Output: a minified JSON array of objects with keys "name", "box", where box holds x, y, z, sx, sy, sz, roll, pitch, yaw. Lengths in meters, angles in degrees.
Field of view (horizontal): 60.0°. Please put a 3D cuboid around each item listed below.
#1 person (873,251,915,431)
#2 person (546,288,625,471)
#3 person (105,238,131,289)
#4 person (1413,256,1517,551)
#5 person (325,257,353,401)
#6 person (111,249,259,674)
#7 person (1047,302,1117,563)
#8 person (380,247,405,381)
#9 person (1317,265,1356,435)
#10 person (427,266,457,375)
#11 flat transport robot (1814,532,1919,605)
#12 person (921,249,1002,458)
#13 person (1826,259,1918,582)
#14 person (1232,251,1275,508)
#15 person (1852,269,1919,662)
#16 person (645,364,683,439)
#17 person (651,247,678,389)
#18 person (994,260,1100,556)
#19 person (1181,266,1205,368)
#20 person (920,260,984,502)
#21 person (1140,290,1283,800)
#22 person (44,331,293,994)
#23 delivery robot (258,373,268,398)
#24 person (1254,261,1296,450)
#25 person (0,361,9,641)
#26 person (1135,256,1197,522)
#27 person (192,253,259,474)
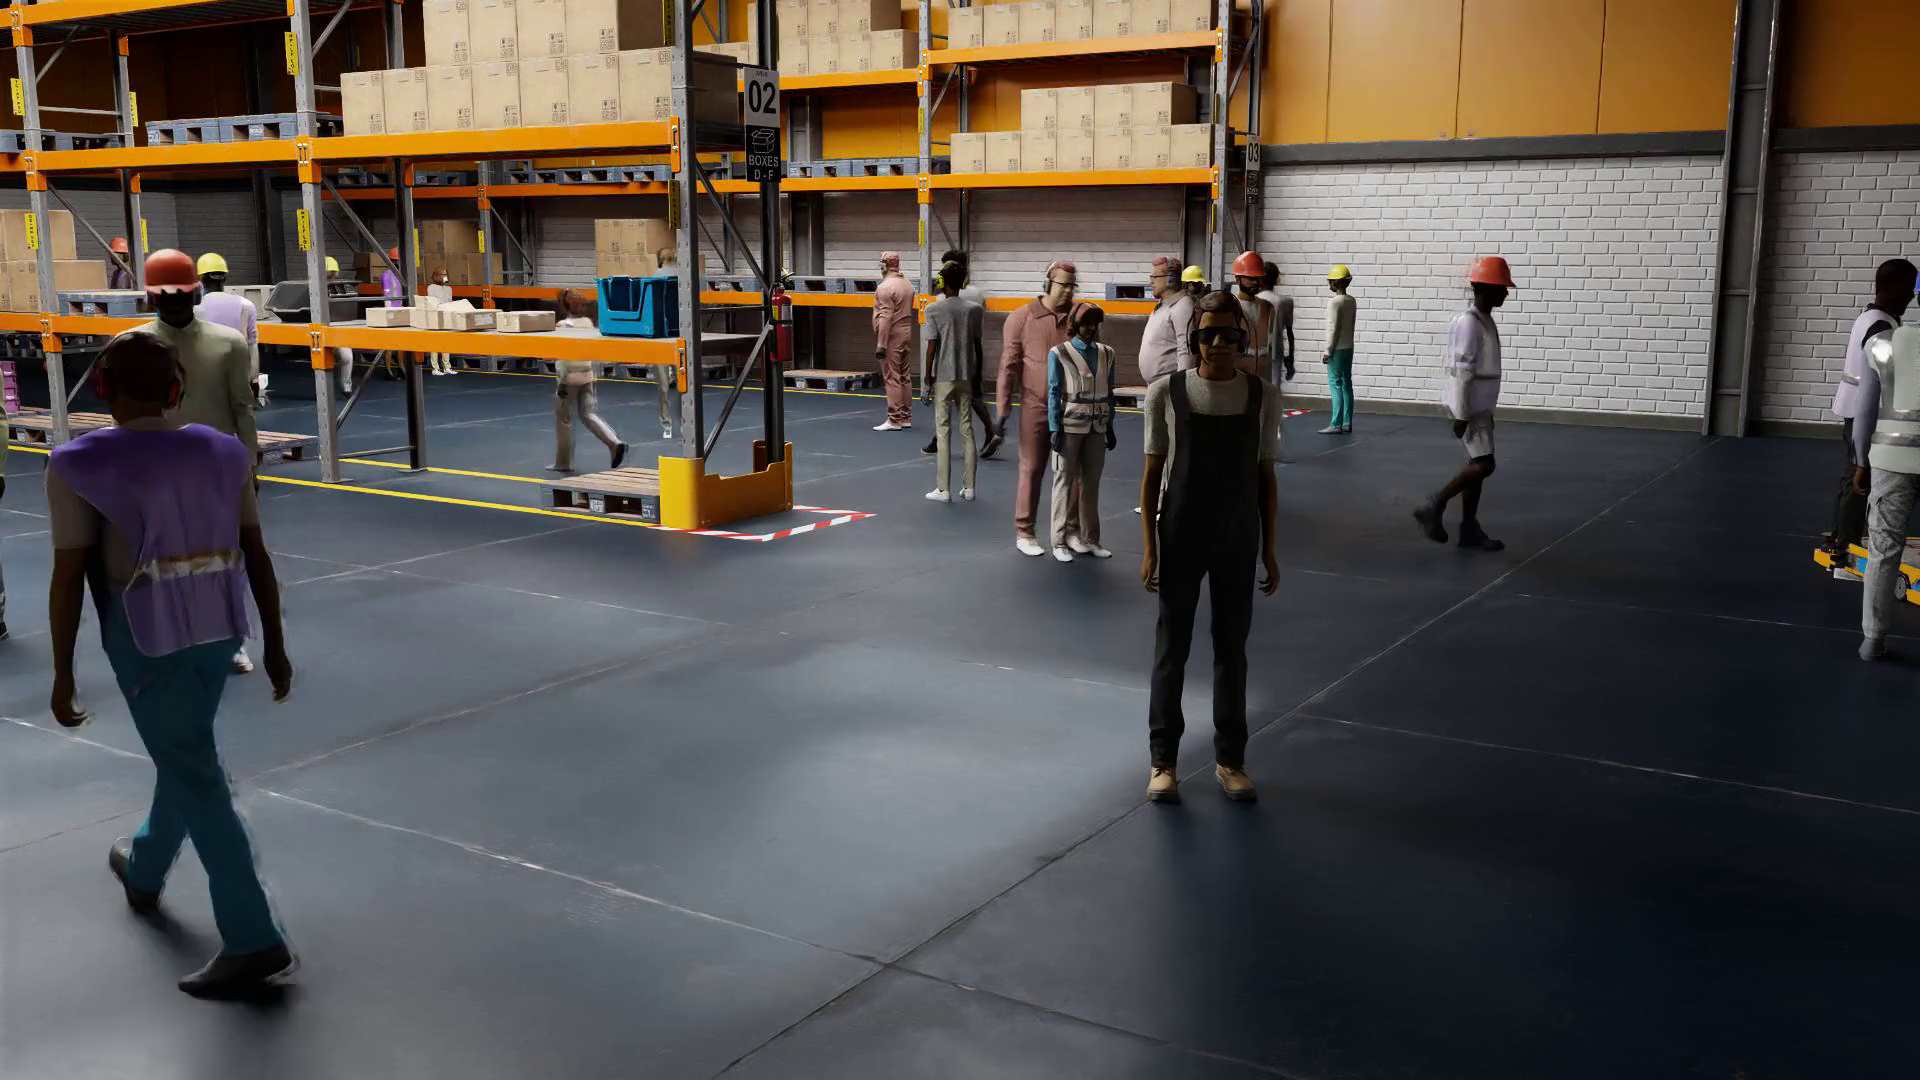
[{"name":"person","box":[-0.732,-2.108,17.702,0.399,1.903,0.642,5,11,24]},{"name":"person","box":[-3.299,-1.385,14.482,0.690,1.614,0.525,4,11,23]},{"name":"person","box":[-10.128,-2.634,20.204,0.612,2.048,0.363,8,13,38]},{"name":"person","box":[3.337,-0.879,10.845,0.491,1.921,0.544,5,11,27]},{"name":"person","box":[-7.833,-2.613,20.762,0.605,1.811,0.641,-10,14,-44]},{"name":"person","box":[-3.572,-0.344,7.714,0.621,1.980,0.425,-5,11,-26]},{"name":"person","box":[0.767,-0.684,10.541,0.512,1.638,0.307,-7,12,-32]},{"name":"person","box":[-8.073,-3.246,23.957,0.415,1.927,0.547,4,11,20]},{"name":"person","box":[3.946,-1.986,17.398,0.319,1.767,0.534,9,13,39]},{"name":"person","box":[-7.801,-3.292,25.024,0.277,1.629,0.497,5,11,27]},{"name":"flat transport robot","box":[5.600,0.166,9.613,0.652,0.197,1.431,0,10,3]},{"name":"person","box":[0.006,-1.720,15.439,0.635,1.941,0.843,-9,13,-40]},{"name":"person","box":[5.424,-0.712,9.935,0.386,1.911,0.590,4,11,23]},{"name":"person","box":[2.144,-1.187,12.491,0.552,1.937,0.356,-5,11,-26]},{"name":"person","box":[4.570,-0.364,7.906,0.605,1.948,0.406,8,13,38]},{"name":"person","box":[-2.949,-1.819,16.889,0.511,1.621,0.510,-3,11,-15]},{"name":"person","box":[-3.969,-2.996,22.559,0.501,1.918,0.655,6,12,29]},{"name":"person","box":[0.567,-0.832,10.653,0.748,1.896,0.397,-2,10,-12]},{"name":"person","box":[2.311,-1.862,16.709,0.308,1.769,0.524,10,14,44]},{"name":"person","box":[-0.063,-1.228,12.909,0.532,1.870,0.319,-5,11,-26]},{"name":"person","box":[0.904,0.030,6.008,0.504,1.847,0.345,0,10,-2]},{"name":"person","box":[-2.235,0.310,4.681,1.057,1.765,0.598,6,12,29]},{"name":"delivery robot","box":[-8.591,-1.851,19.744,0.707,0.478,0.477,-4,11,-20]},{"name":"person","box":[2.857,-1.667,15.464,0.564,1.840,0.825,0,10,2]},{"name":"person","box":[-5.031,-0.366,8.242,0.601,1.828,0.404,1,10,5]},{"name":"person","box":[1.486,-1.086,12.025,0.403,1.904,0.651,-2,10,-10]},{"name":"person","box":[-5.926,-1.328,13.332,0.587,1.919,0.387,-10,14,-42]}]
